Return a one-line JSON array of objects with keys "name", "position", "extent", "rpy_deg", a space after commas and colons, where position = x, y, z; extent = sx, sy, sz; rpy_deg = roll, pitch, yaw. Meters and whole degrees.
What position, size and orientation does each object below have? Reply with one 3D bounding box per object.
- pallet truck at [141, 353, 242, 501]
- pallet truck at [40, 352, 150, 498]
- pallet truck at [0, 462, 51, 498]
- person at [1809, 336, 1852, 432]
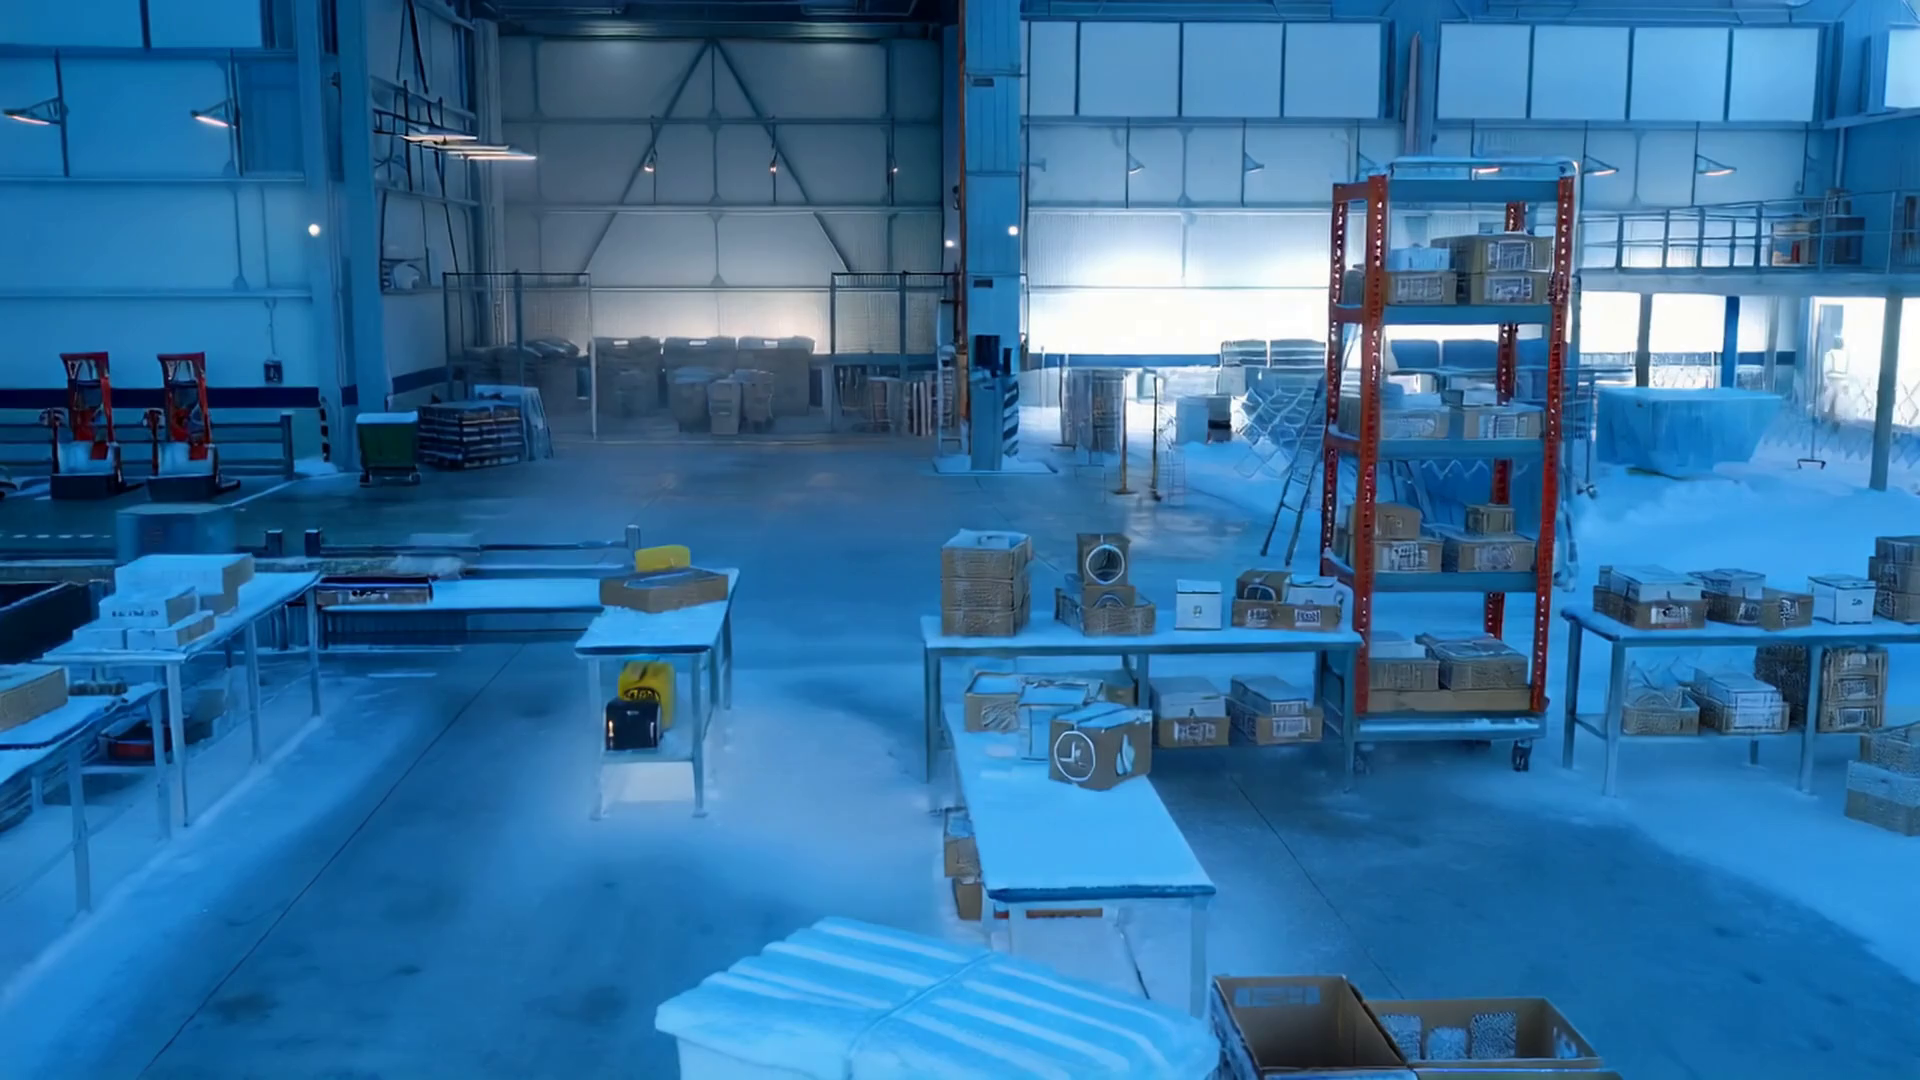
[{"name": "pallet truck", "position": [-10.520, -1.604, 22.925], "extent": [0.823, 1.965, 1.885], "rpy_deg": [-1, 9, -6]}, {"name": "pallet truck", "position": [-11.907, -1.642, 23.165], "extent": [0.823, 1.965, 1.885], "rpy_deg": [0, 9, 0]}, {"name": "pallet truck", "position": [-13.193, -1.293, 23.148], "extent": [0.653, 1.274, 1.630], "rpy_deg": [-1, 9, -4]}, {"name": "person", "position": [17.019, -3.044, 32.444], "extent": [0.616, 1.840, 0.948], "rpy_deg": [-1, 9, -4]}]
